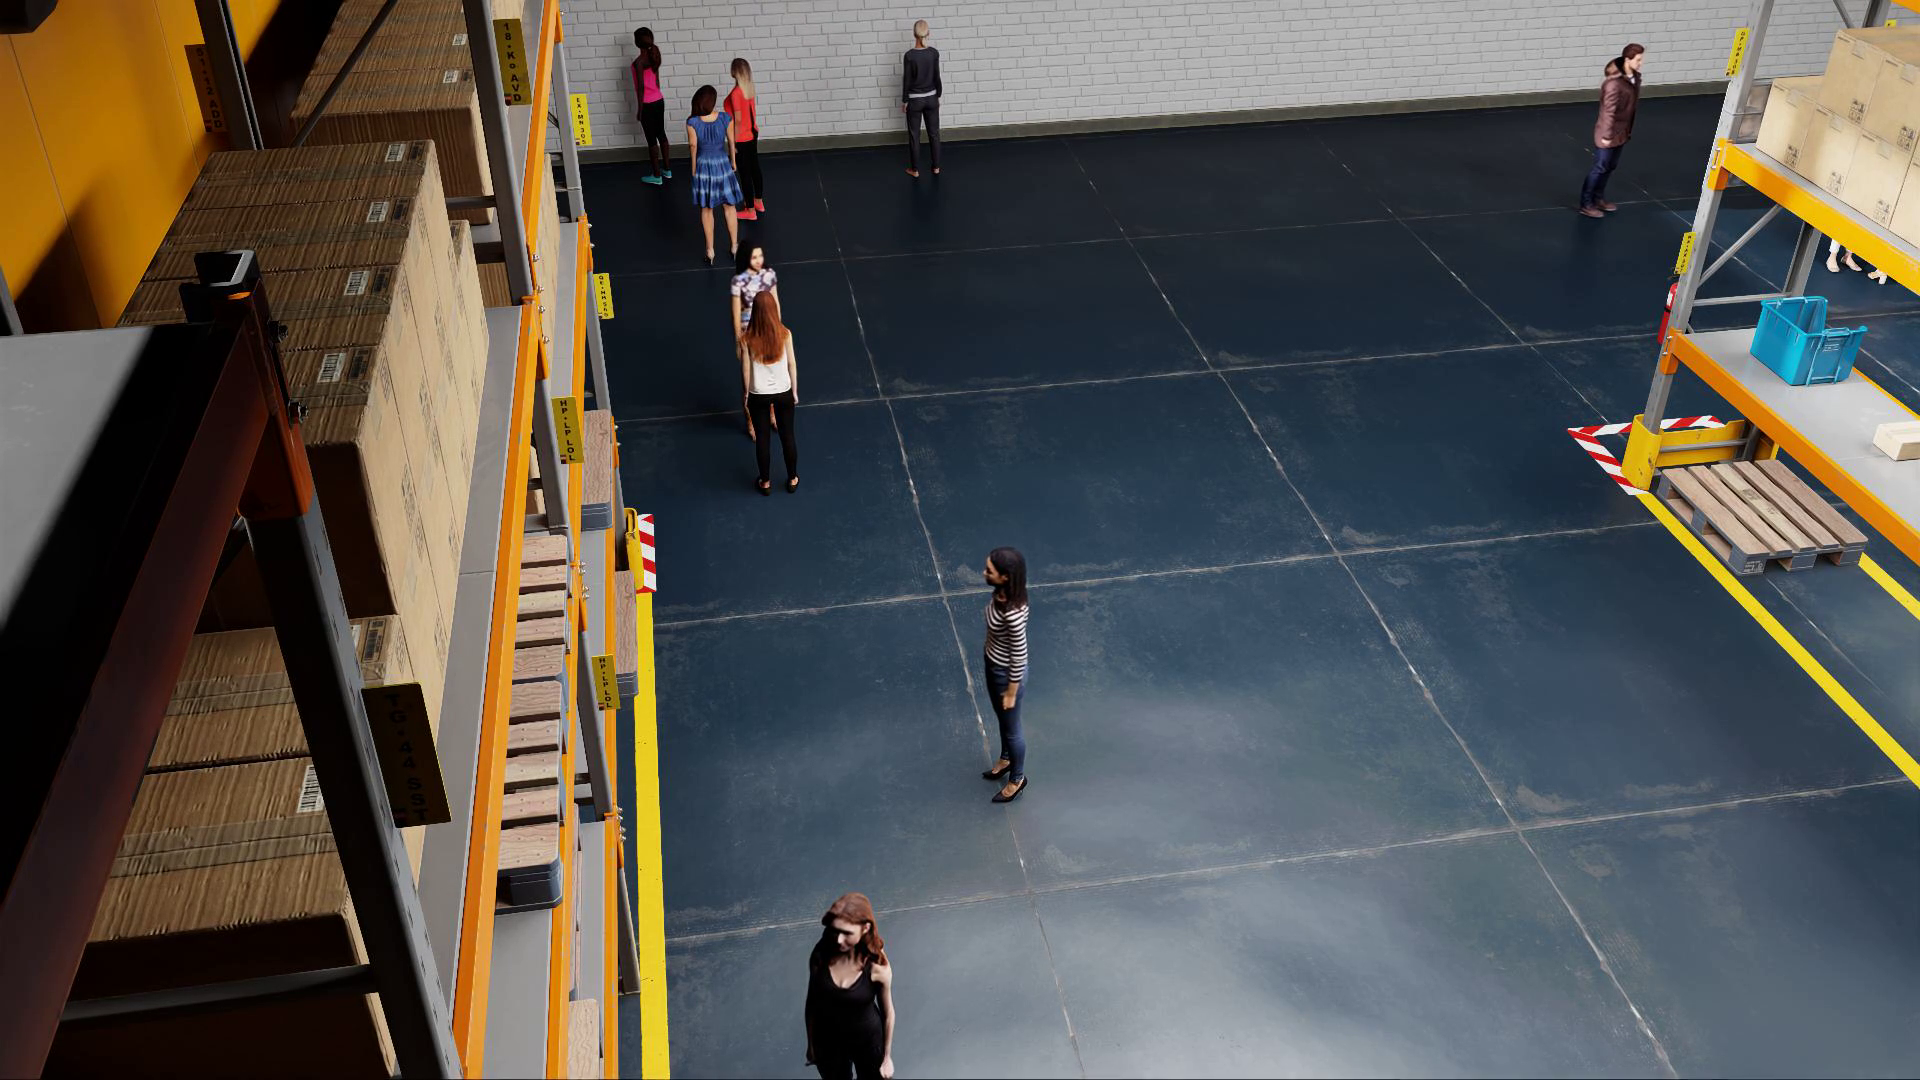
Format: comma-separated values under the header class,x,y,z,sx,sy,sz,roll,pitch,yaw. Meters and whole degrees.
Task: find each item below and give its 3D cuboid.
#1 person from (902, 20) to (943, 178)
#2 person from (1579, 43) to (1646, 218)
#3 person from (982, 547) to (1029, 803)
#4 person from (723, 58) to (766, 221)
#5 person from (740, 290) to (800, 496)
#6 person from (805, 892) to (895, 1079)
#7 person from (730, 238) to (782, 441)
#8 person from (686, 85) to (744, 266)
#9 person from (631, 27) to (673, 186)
class,x,y,z,sx,sy,sz,roll,pitch,yaw
person,-0.424,-4.917,18.492,0.654,1.726,0.576,-12,35,-17
person,6.861,-4.325,17.498,0.886,1.841,0.859,27,42,35
person,0.271,0.797,9.833,0.657,1.796,0.424,-6,34,-10
person,-2.260,-4.221,17.474,0.738,1.694,0.622,11,35,15
person,-1.451,-1.124,12.790,0.571,1.722,0.499,-7,34,-10
person,-0.489,2.273,7.655,0.648,1.748,0.647,7,34,11
person,-1.647,-1.652,13.573,0.673,1.734,0.674,-25,41,-33
person,-2.436,-3.615,16.461,0.706,1.806,0.627,-12,35,-17
person,-3.396,-4.788,18.301,0.716,1.723,0.643,15,36,21
